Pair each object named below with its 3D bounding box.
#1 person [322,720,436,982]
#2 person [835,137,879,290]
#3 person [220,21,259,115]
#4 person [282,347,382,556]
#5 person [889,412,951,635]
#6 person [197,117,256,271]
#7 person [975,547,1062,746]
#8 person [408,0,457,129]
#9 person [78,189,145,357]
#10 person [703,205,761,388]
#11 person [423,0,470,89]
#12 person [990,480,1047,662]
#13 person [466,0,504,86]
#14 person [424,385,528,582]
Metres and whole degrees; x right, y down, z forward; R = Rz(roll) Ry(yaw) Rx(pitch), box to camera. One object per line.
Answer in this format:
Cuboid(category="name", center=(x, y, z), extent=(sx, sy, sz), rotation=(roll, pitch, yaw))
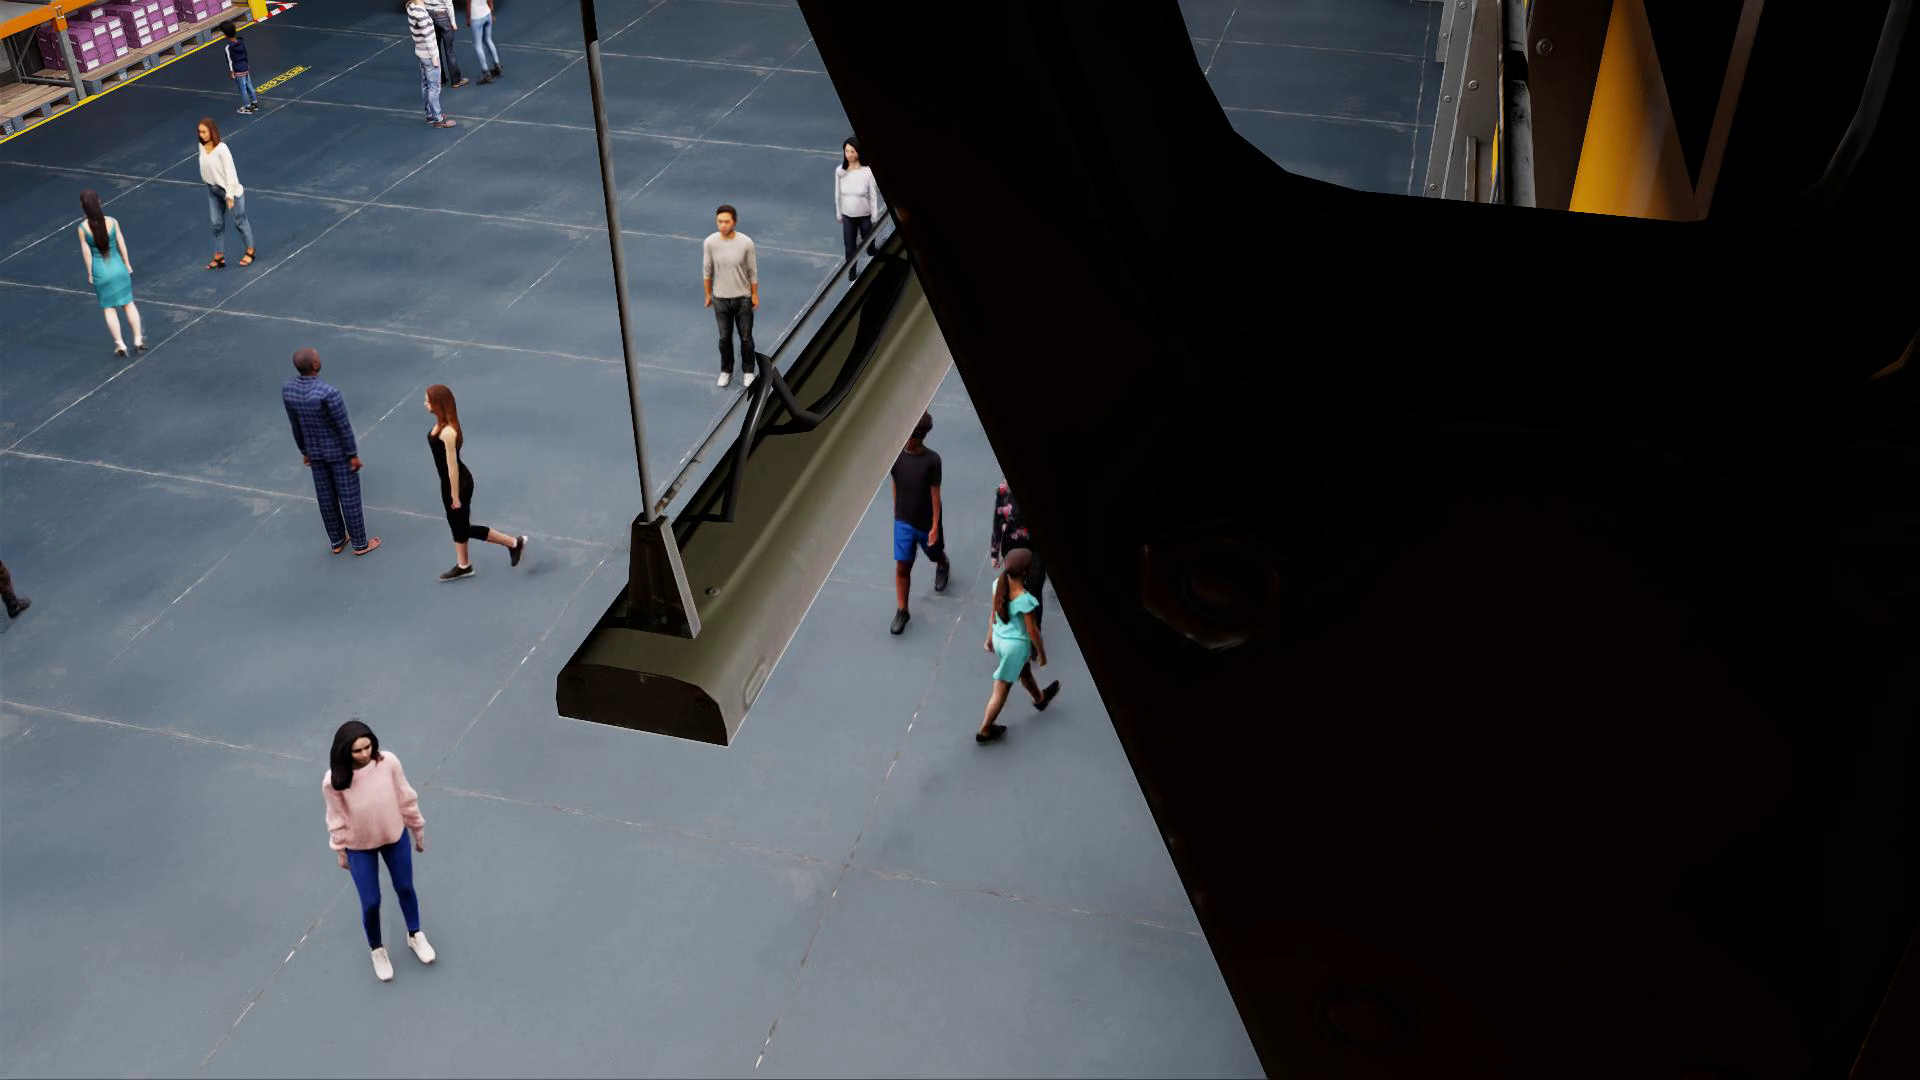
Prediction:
Cuboid(category="person", center=(-3.359, 1.716, 9.573), extent=(0.761, 1.767, 0.826), rotation=(-18, 38, -25))
Cuboid(category="person", center=(-1.030, -3.398, 17.344), extent=(0.631, 1.680, 0.922), rotation=(8, 34, 11))
Cuboid(category="person", center=(-9.582, -6.294, 22.114), extent=(0.582, 1.224, 0.430), rotation=(10, 35, 15))
Cuboid(category="person", center=(-4.998, -0.701, 13.157), extent=(0.657, 1.824, 0.575), rotation=(8, 35, 12))
Cuboid(category="person", center=(-0.269, -0.211, 12.480), extent=(0.636, 1.758, 1.122), rotation=(10, 35, 15))
Cuboid(category="person", center=(-7.850, -3.765, 17.905), extent=(0.750, 1.671, 0.879), rotation=(17, 37, 24))
Cuboid(category="person", center=(0.294, 0.754, 11.246), extent=(1.059, 1.516, 0.943), rotation=(-22, 39, -29))
Cuboid(category="person", center=(-6.917, -6.305, 21.561), extent=(0.760, 1.854, 0.715), rotation=(-20, 38, -27))
Cuboid(category="person", center=(-8.236, -2.584, 16.111), extent=(0.561, 1.689, 0.674), rotation=(-29, 43, -36))
Cuboid(category="person", center=(-2.125, -2.298, 15.572), extent=(0.713, 1.810, 0.625), rotation=(0, 34, 1))
Cuboid(category="person", center=(-7.177, -7.168, 22.890), extent=(0.637, 1.820, 0.544), rotation=(9, 35, 13))
Cuboid(category="person", center=(0.484, -0.002, 12.261), extent=(0.603, 1.652, 0.861), rotation=(7, 34, 11))
Cuboid(category="person", center=(-6.646, -7.250, 23.120), extent=(0.943, 1.702, 0.728), rotation=(15, 36, 21))
Cuboid(category="person", center=(-3.806, -0.436, 12.857), extent=(0.963, 1.714, 0.954), rotation=(-13, 36, -19))
